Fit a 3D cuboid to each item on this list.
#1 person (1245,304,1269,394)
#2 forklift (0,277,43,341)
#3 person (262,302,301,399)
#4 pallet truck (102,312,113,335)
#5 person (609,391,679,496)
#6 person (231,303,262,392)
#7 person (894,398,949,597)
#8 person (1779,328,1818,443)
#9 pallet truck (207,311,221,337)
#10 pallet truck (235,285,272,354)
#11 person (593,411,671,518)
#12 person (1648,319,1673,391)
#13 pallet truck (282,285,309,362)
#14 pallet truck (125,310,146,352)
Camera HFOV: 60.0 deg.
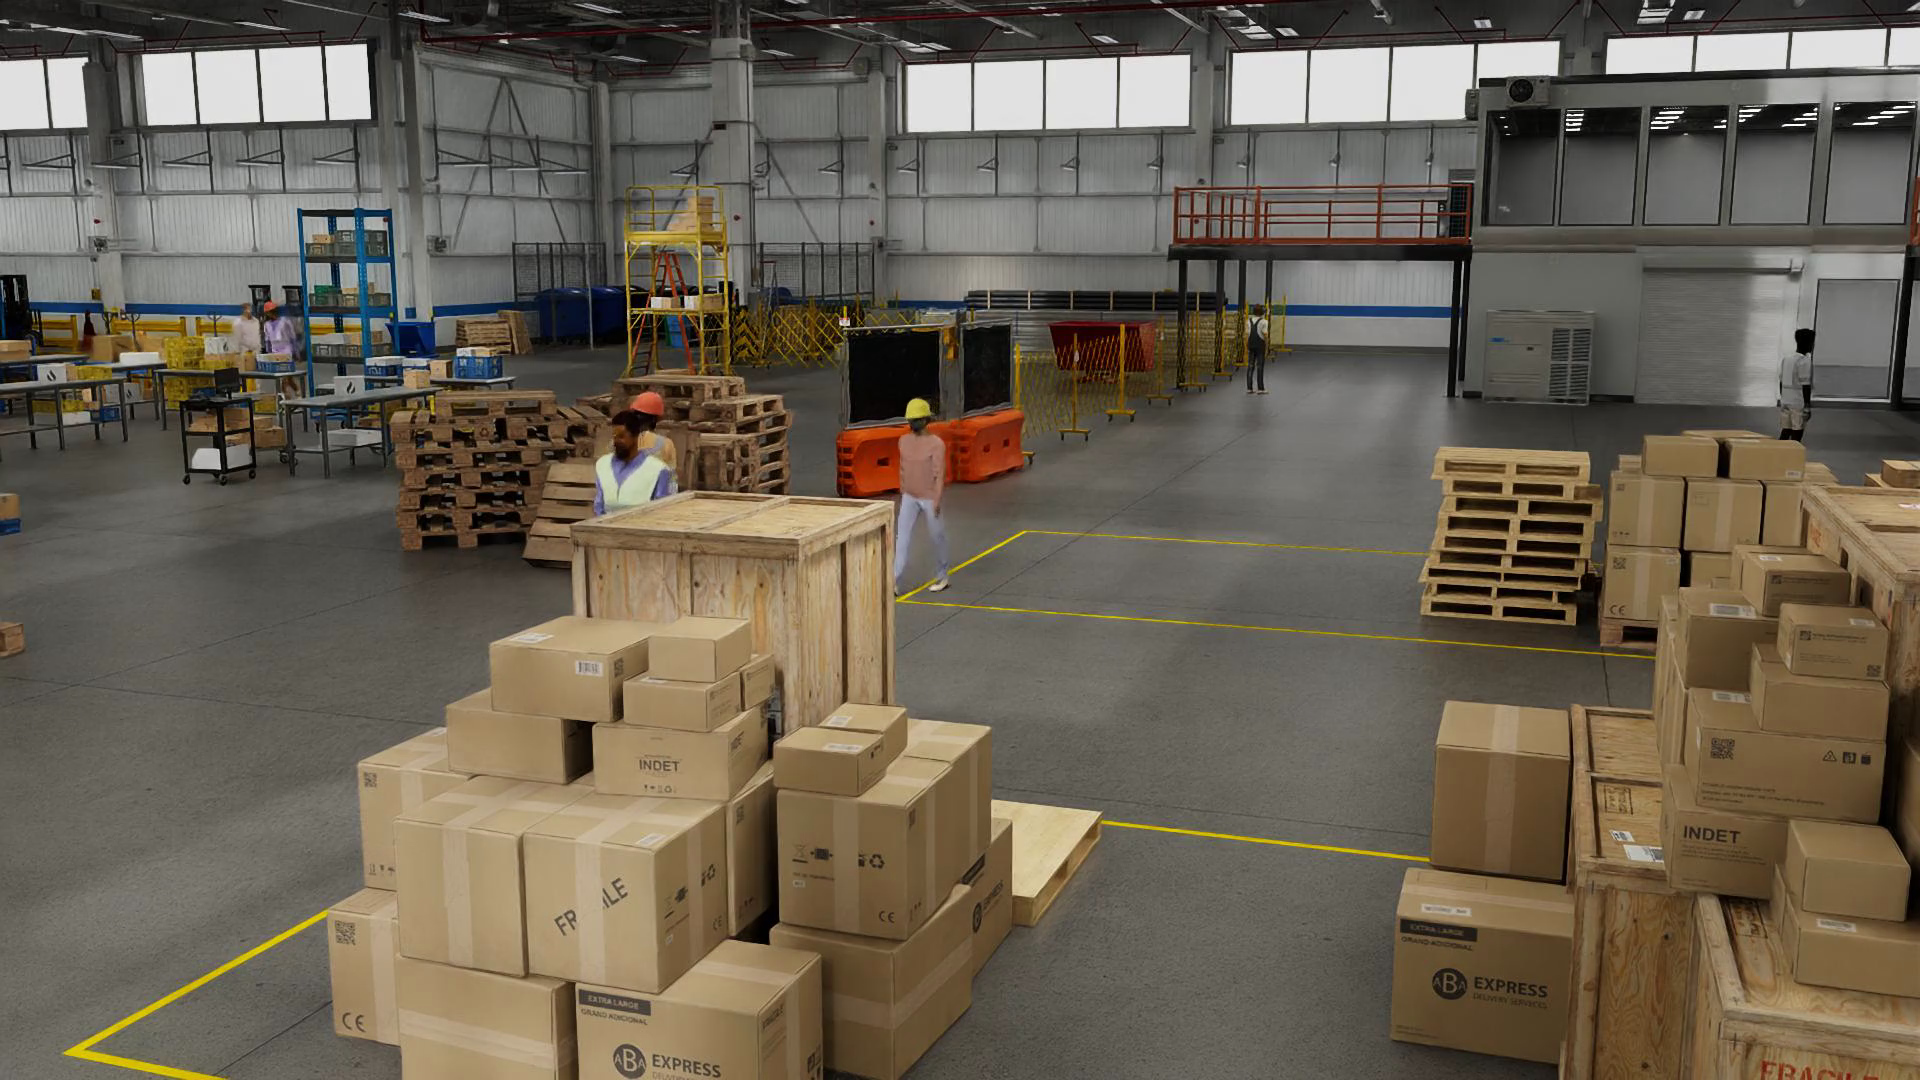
[{"bbox_3d":[6.060,-3.888,33.888,0.513,1.843,0.334,8,13,38],"label":"person"},{"bbox_3d":[-27.151,-6.329,46.328,1.157,1.987,2.680,3,11,17],"label":"forklift"},{"bbox_3d":[-12.857,-3.536,31.600,0.683,1.968,1.009,3,10,15],"label":"person"},{"bbox_3d":[-23.057,-5.777,46.261,0.680,1.201,1.601,3,11,19],"label":"pallet truck"},{"bbox_3d":[-2.530,-0.235,13.223,0.556,1.890,0.985,2,10,11],"label":"person"},{"bbox_3d":[-14.215,-3.793,33.212,0.621,1.892,0.659,5,11,28],"label":"person"},{"bbox_3d":[-0.365,-0.356,14.334,0.553,1.712,0.910,7,12,34],"label":"person"},{"bbox_3d":[10.891,-1.774,21.641,0.362,1.962,0.613,-1,10,-3],"label":"person"},{"bbox_3d":[-19.537,-5.575,44.913,0.653,1.274,1.630,3,11,19],"label":"pallet truck"},{"bbox_3d":[-18.327,-5.835,44.421,0.823,1.965,1.885,4,11,23],"label":"pallet truck"},{"bbox_3d":[-2.288,0.015,11.769,0.592,1.893,0.873,5,11,26],"label":"person"},{"bbox_3d":[14.325,-3.909,33.802,0.653,1.906,0.408,0,10,-3],"label":"person"},{"bbox_3d":[-17.147,-5.700,43.663,0.823,1.965,1.885,3,11,17],"label":"pallet truck"},{"bbox_3d":[-22.038,-5.665,45.457,0.704,1.261,1.522,3,11,17],"label":"pallet truck"}]
